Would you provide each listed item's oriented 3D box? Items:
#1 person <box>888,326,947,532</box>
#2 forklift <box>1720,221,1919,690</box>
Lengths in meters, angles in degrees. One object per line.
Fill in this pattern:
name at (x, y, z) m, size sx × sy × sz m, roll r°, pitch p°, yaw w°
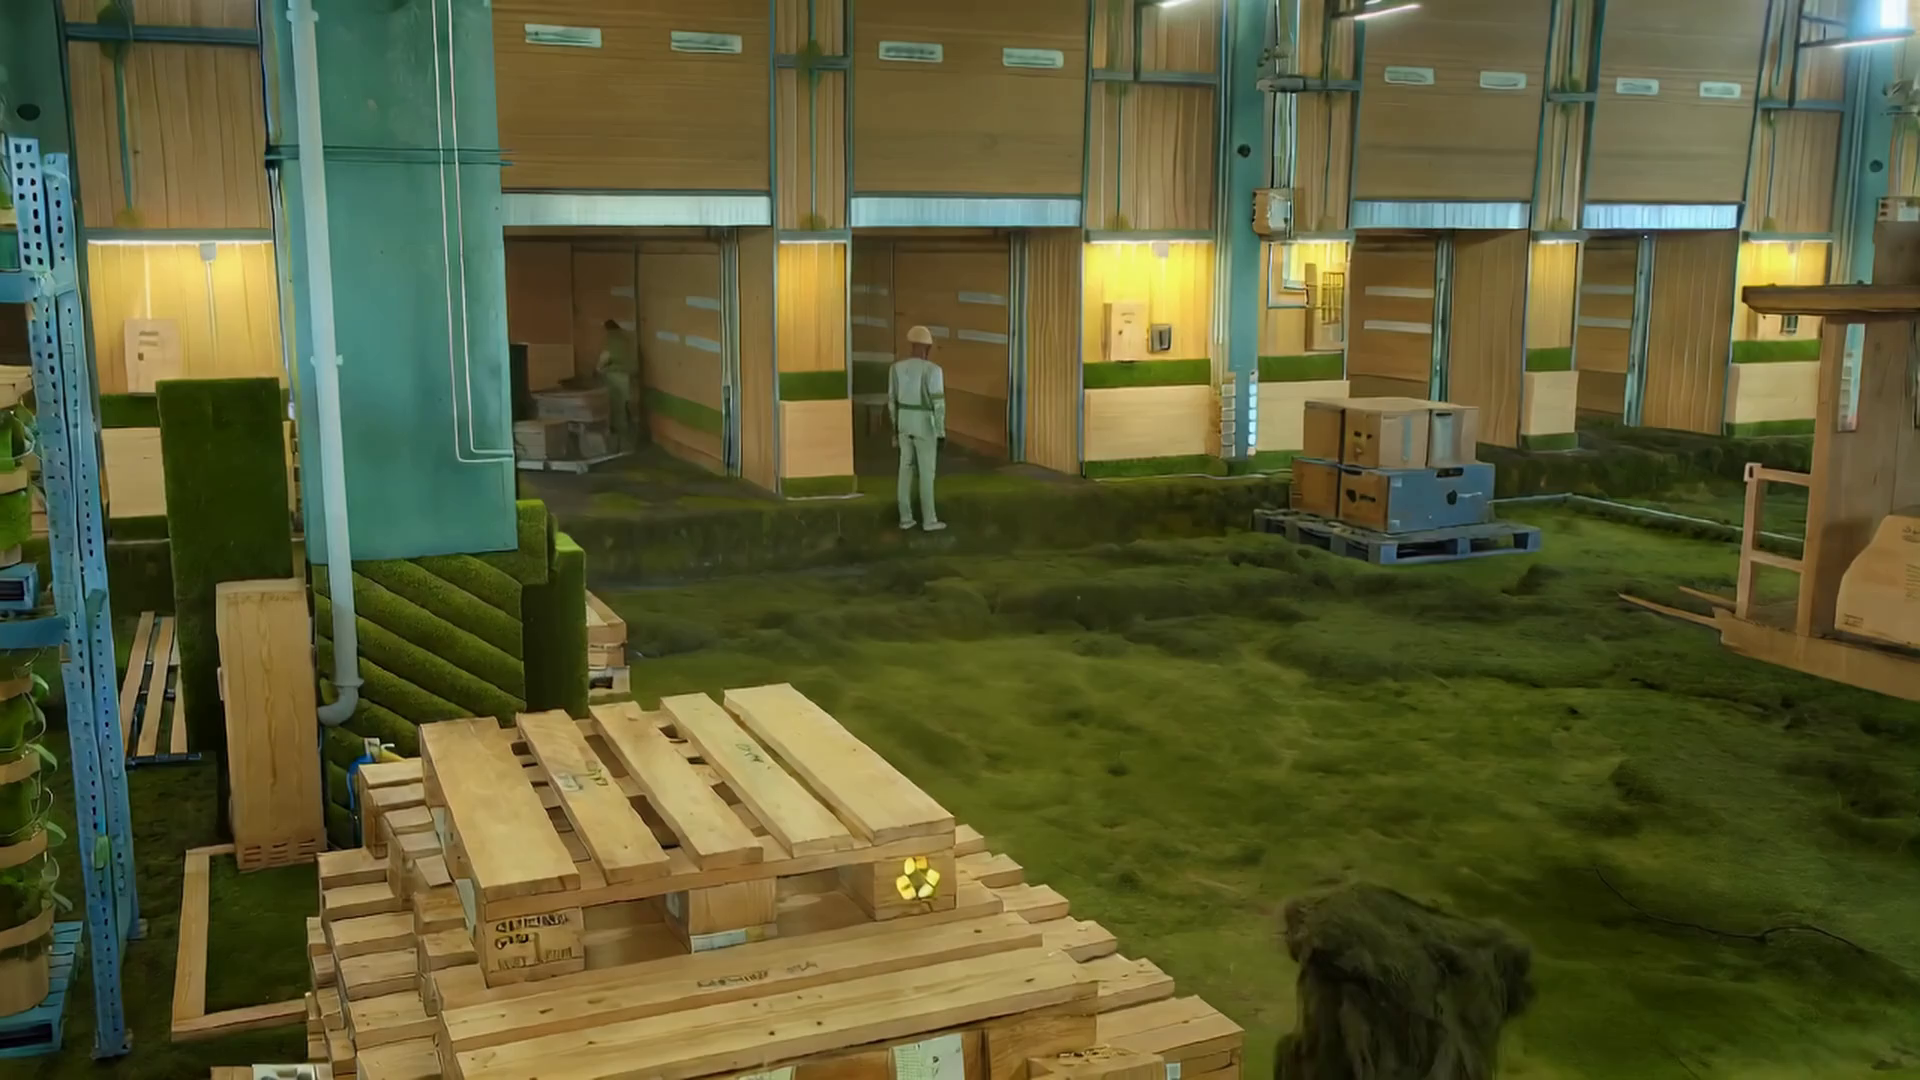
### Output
person at (-0.387, -1.034, 15.539) m, size 0.586 × 1.917 × 0.381 m, roll 6°, pitch 12°, yaw 28°
forklift at (5.949, -0.550, 10.218) m, size 1.129 × 2.768 × 1.873 m, roll -4°, pitch 11°, yaw -23°
